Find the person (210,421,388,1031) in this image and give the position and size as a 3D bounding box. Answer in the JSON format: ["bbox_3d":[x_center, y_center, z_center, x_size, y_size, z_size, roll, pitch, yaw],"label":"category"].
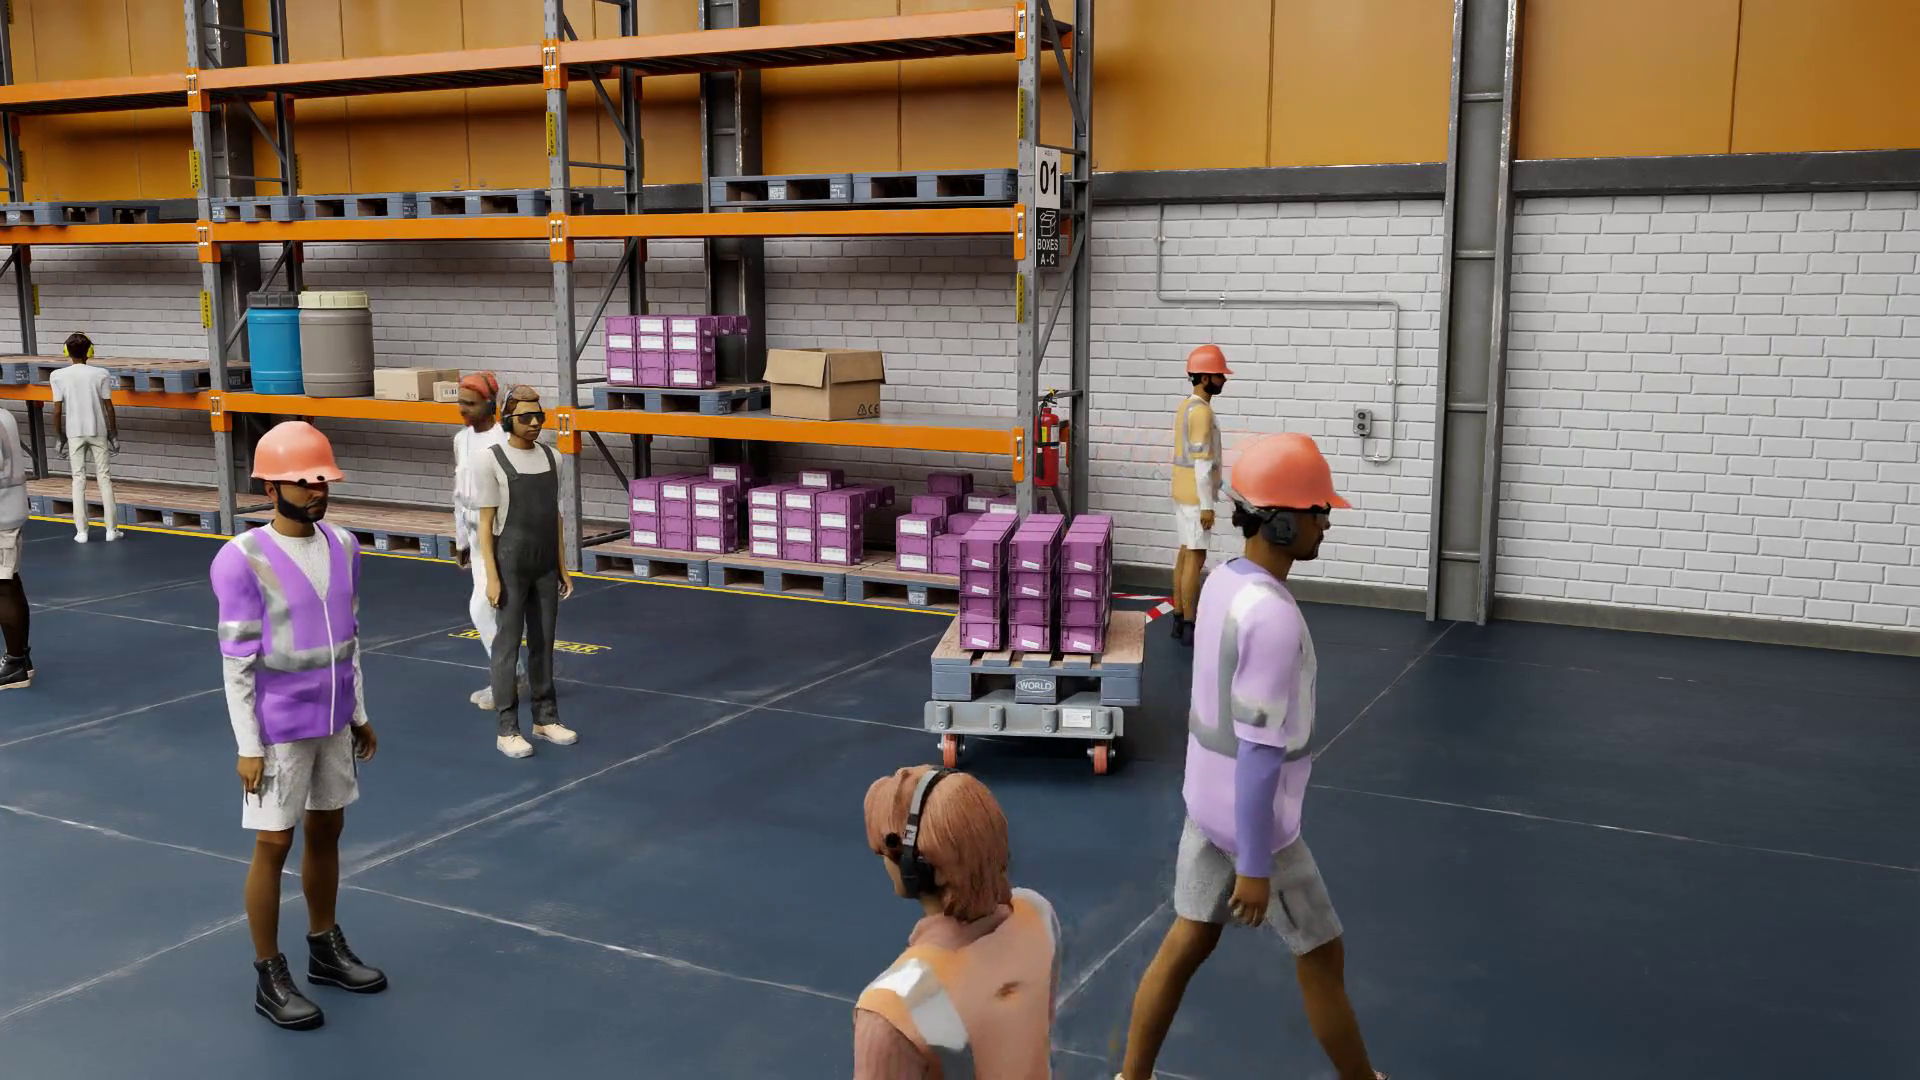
[{"bbox_3d":[-2.109,0.580,5.384,0.377,1.938,0.547,4,10,25],"label":"person"}]

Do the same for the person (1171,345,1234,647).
[{"bbox_3d":[1.551,-0.283,10.708,0.375,1.939,0.546,0,9,-1],"label":"person"}]

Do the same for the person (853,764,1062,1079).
[{"bbox_3d":[0.041,1.162,2.740,0.541,1.621,0.517,7,11,37],"label":"person"}]

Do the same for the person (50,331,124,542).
[{"bbox_3d":[-7.765,-0.911,14.787,0.520,1.874,0.327,-4,10,-23],"label":"person"}]

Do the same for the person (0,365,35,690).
[{"bbox_3d":[-5.587,-0.117,9.600,0.364,1.965,0.609,-4,10,-21],"label":"person"}]

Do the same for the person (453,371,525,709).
[{"bbox_3d":[-2.587,0.015,9.086,0.596,1.864,0.520,8,12,39],"label":"person"}]

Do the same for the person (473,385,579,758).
[{"bbox_3d":[-2.166,0.150,8.328,0.345,1.846,0.508,7,11,36],"label":"person"}]

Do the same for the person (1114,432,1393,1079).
[{"bbox_3d":[0.860,0.706,4.445,1.031,1.984,0.630,-1,9,-6],"label":"person"}]
